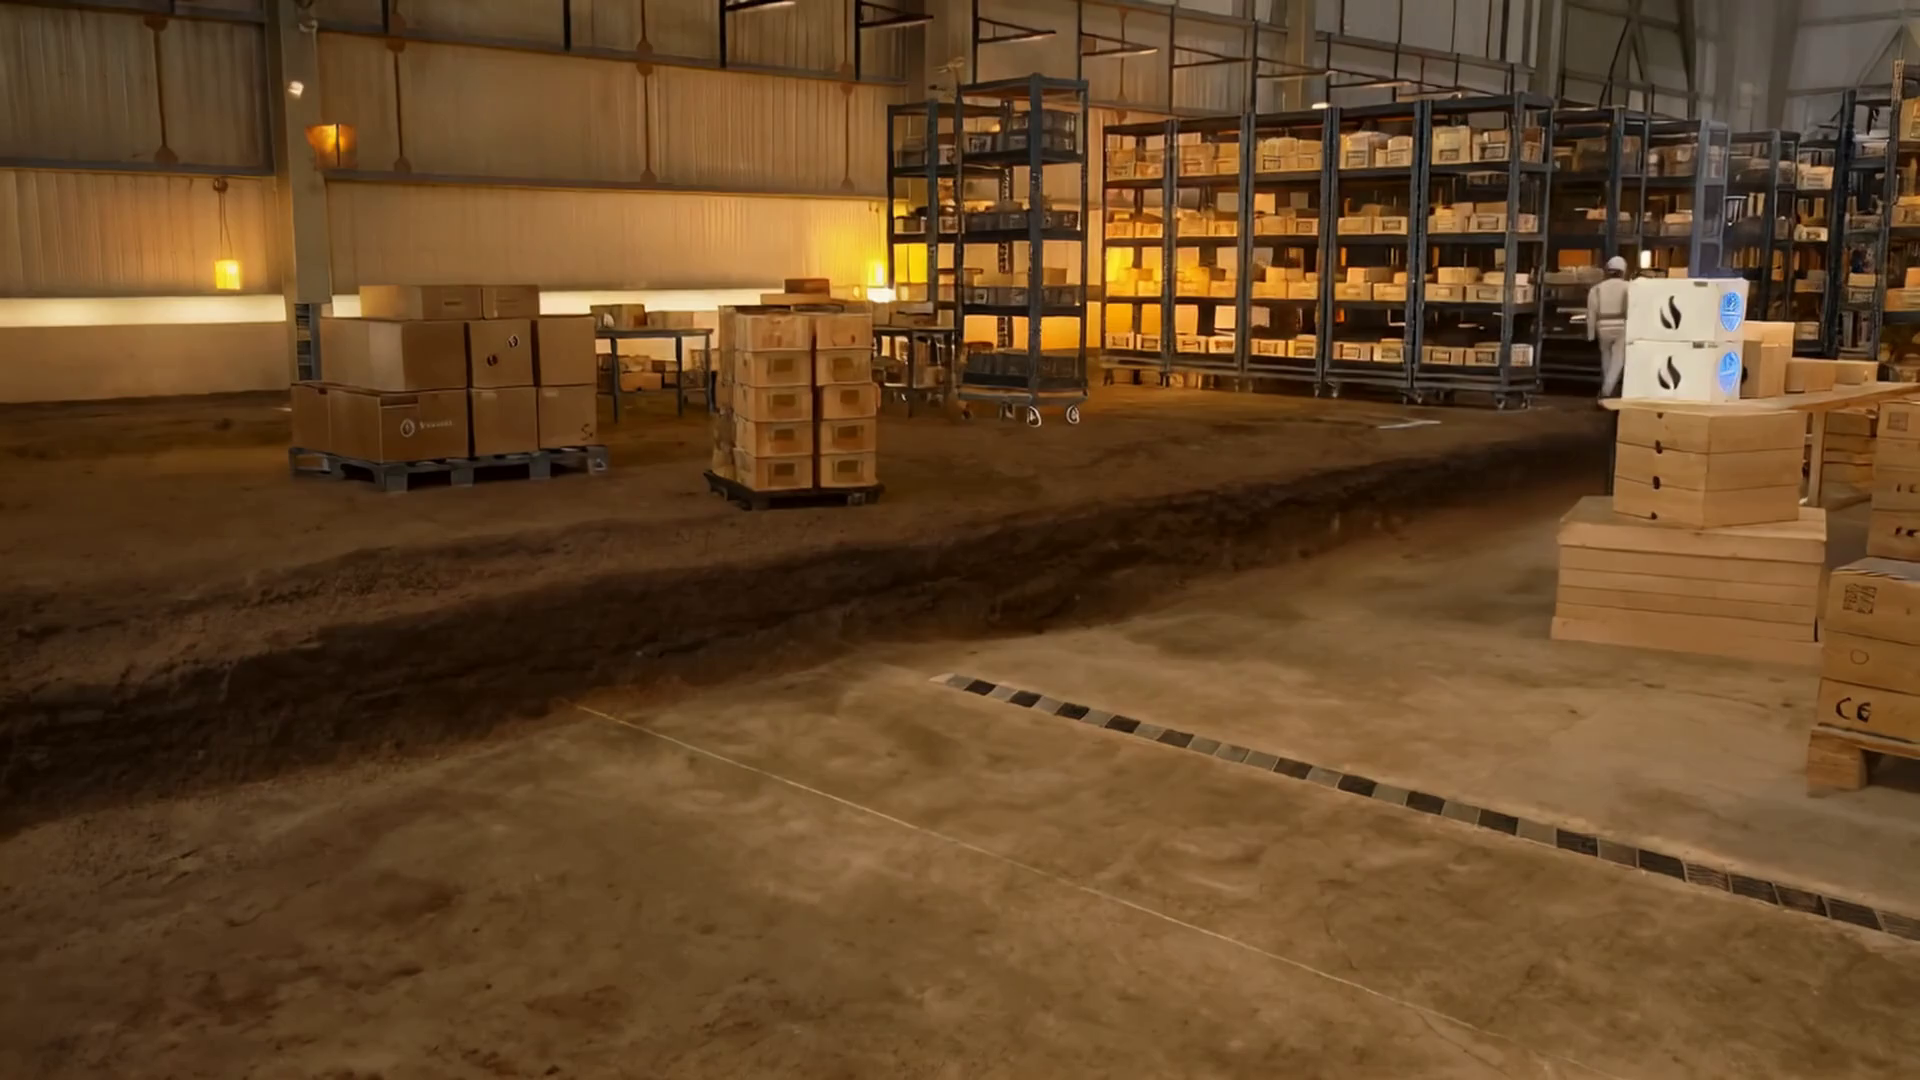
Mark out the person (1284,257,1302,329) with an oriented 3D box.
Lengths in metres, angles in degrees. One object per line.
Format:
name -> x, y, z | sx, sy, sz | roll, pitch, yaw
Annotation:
person -> 6.000, -4.202, 30.095 | 0.879, 1.815, 0.577 | -9, 13, -43

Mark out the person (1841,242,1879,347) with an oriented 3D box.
person -> 11.189, -2.722, 20.638 | 0.393, 1.992, 0.622 | -1, 10, -6

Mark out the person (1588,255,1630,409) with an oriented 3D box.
person -> 7.606, -2.418, 19.389 | 0.590, 1.804, 0.800 | 9, 13, 44
